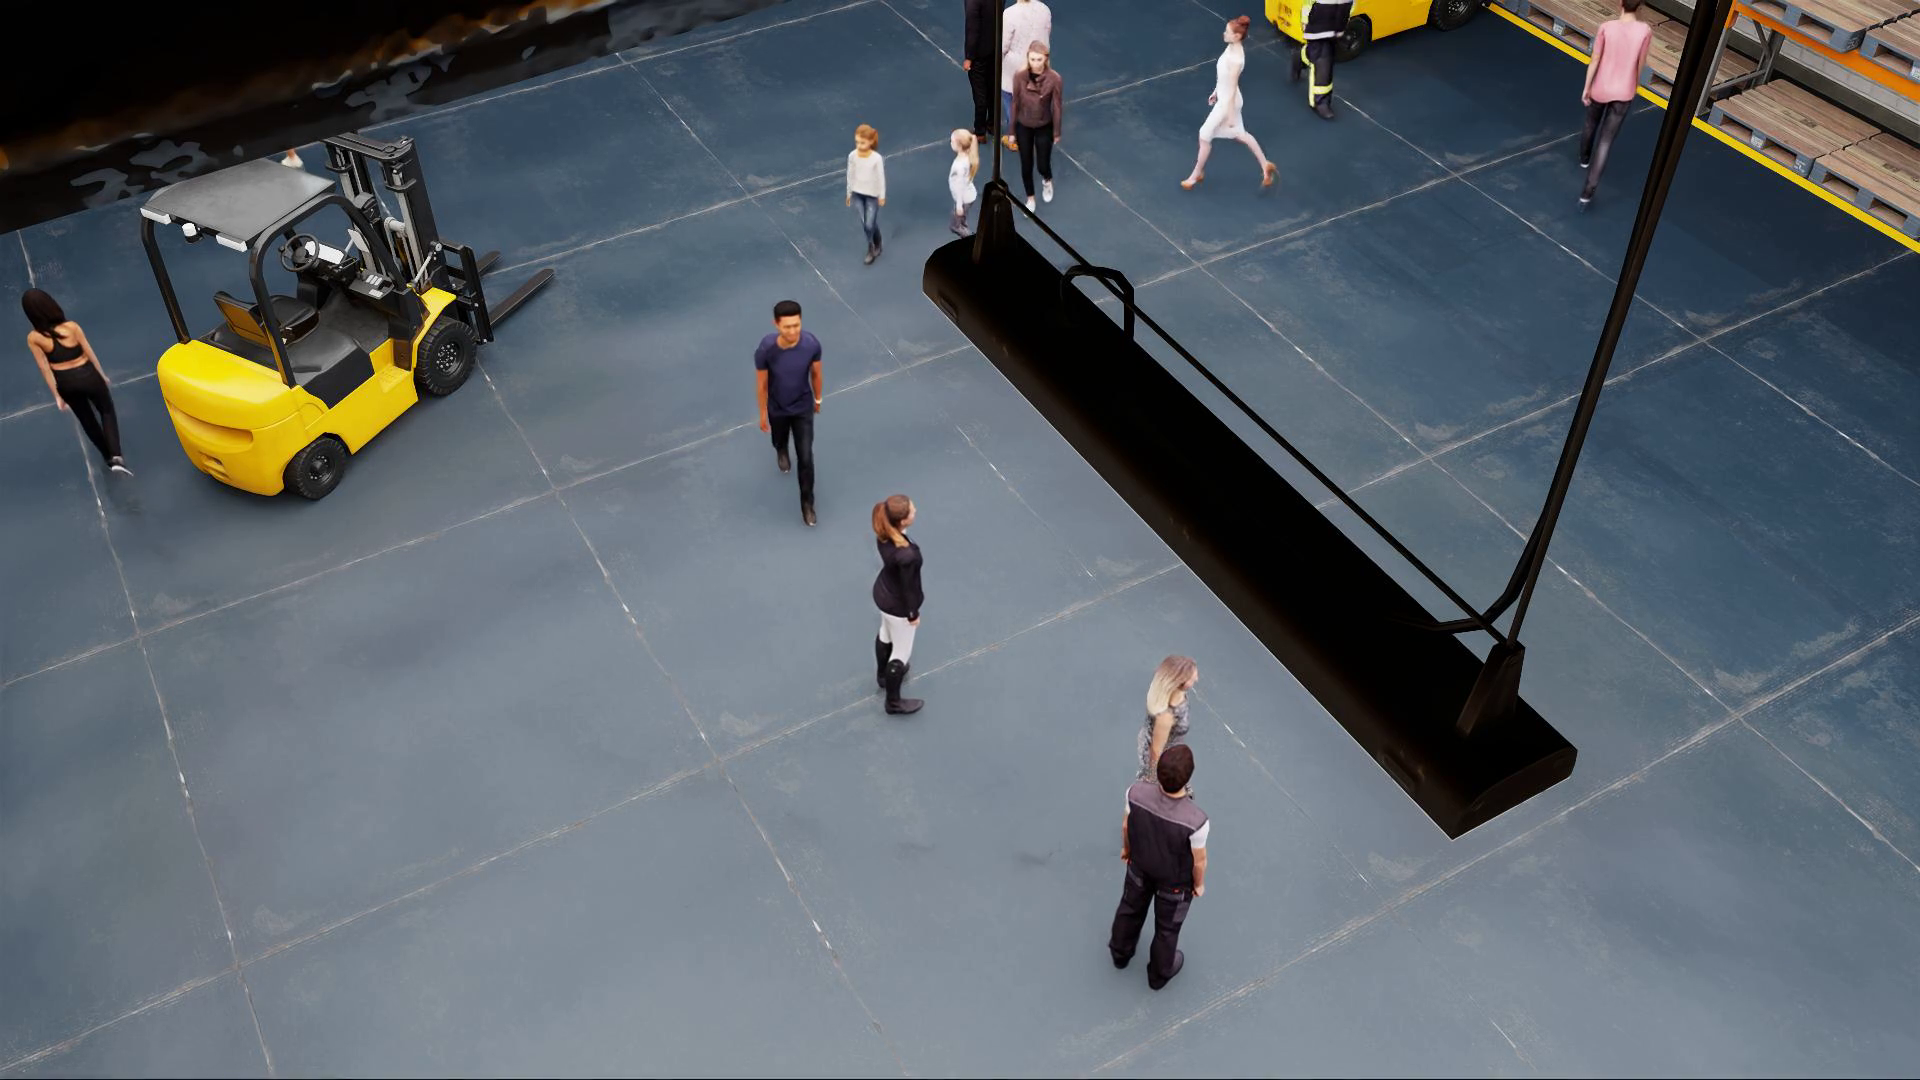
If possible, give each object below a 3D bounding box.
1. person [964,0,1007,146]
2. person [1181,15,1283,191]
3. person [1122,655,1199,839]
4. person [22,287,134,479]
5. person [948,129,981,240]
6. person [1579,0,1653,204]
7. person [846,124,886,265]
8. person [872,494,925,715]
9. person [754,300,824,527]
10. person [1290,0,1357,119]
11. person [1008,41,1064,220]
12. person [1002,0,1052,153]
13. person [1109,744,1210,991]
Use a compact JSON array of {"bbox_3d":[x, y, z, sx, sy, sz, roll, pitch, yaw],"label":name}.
[{"bbox_3d":[0.223,-4.637,15.638,0.711,1.882,0.768,27,50,26],"label":"person"},{"bbox_3d":[2.502,-3.862,14.918,1.105,1.753,1.098,8,44,8],"label":"person"},{"bbox_3d":[1.057,1.249,9.599,0.768,1.689,0.694,0,44,0],"label":"person"},{"bbox_3d":[-6.391,-1.093,12.100,0.564,1.631,0.865,-20,47,-20],"label":"person"},{"bbox_3d":[0.094,-2.934,14.295,0.750,1.269,0.699,7,44,7],"label":"person"},{"bbox_3d":[5.822,-3.943,14.892,1.258,1.906,1.231,15,46,15],"label":"person"},{"bbox_3d":[-0.775,-3.004,14.340,0.590,1.308,0.650,16,46,16],"label":"person"},{"bbox_3d":[-0.396,0.394,10.471,0.685,1.724,0.533,-13,45,-13],"label":"person"},{"bbox_3d":[-1.237,-1.011,11.920,0.917,1.761,1.209,-6,44,-6],"label":"person"},{"bbox_3d":[3.505,-5.142,16.111,0.774,1.960,1.121,-20,47,-20],"label":"person"},{"bbox_3d":[0.677,-3.686,14.779,0.782,1.689,0.842,9,44,10],"label":"person"},{"bbox_3d":[0.599,-4.480,15.574,0.737,1.742,0.685,-13,45,-14],"label":"person"},{"bbox_3d":[1.082,1.758,8.953,0.681,1.843,0.802,26,49,25],"label":"person"}]
